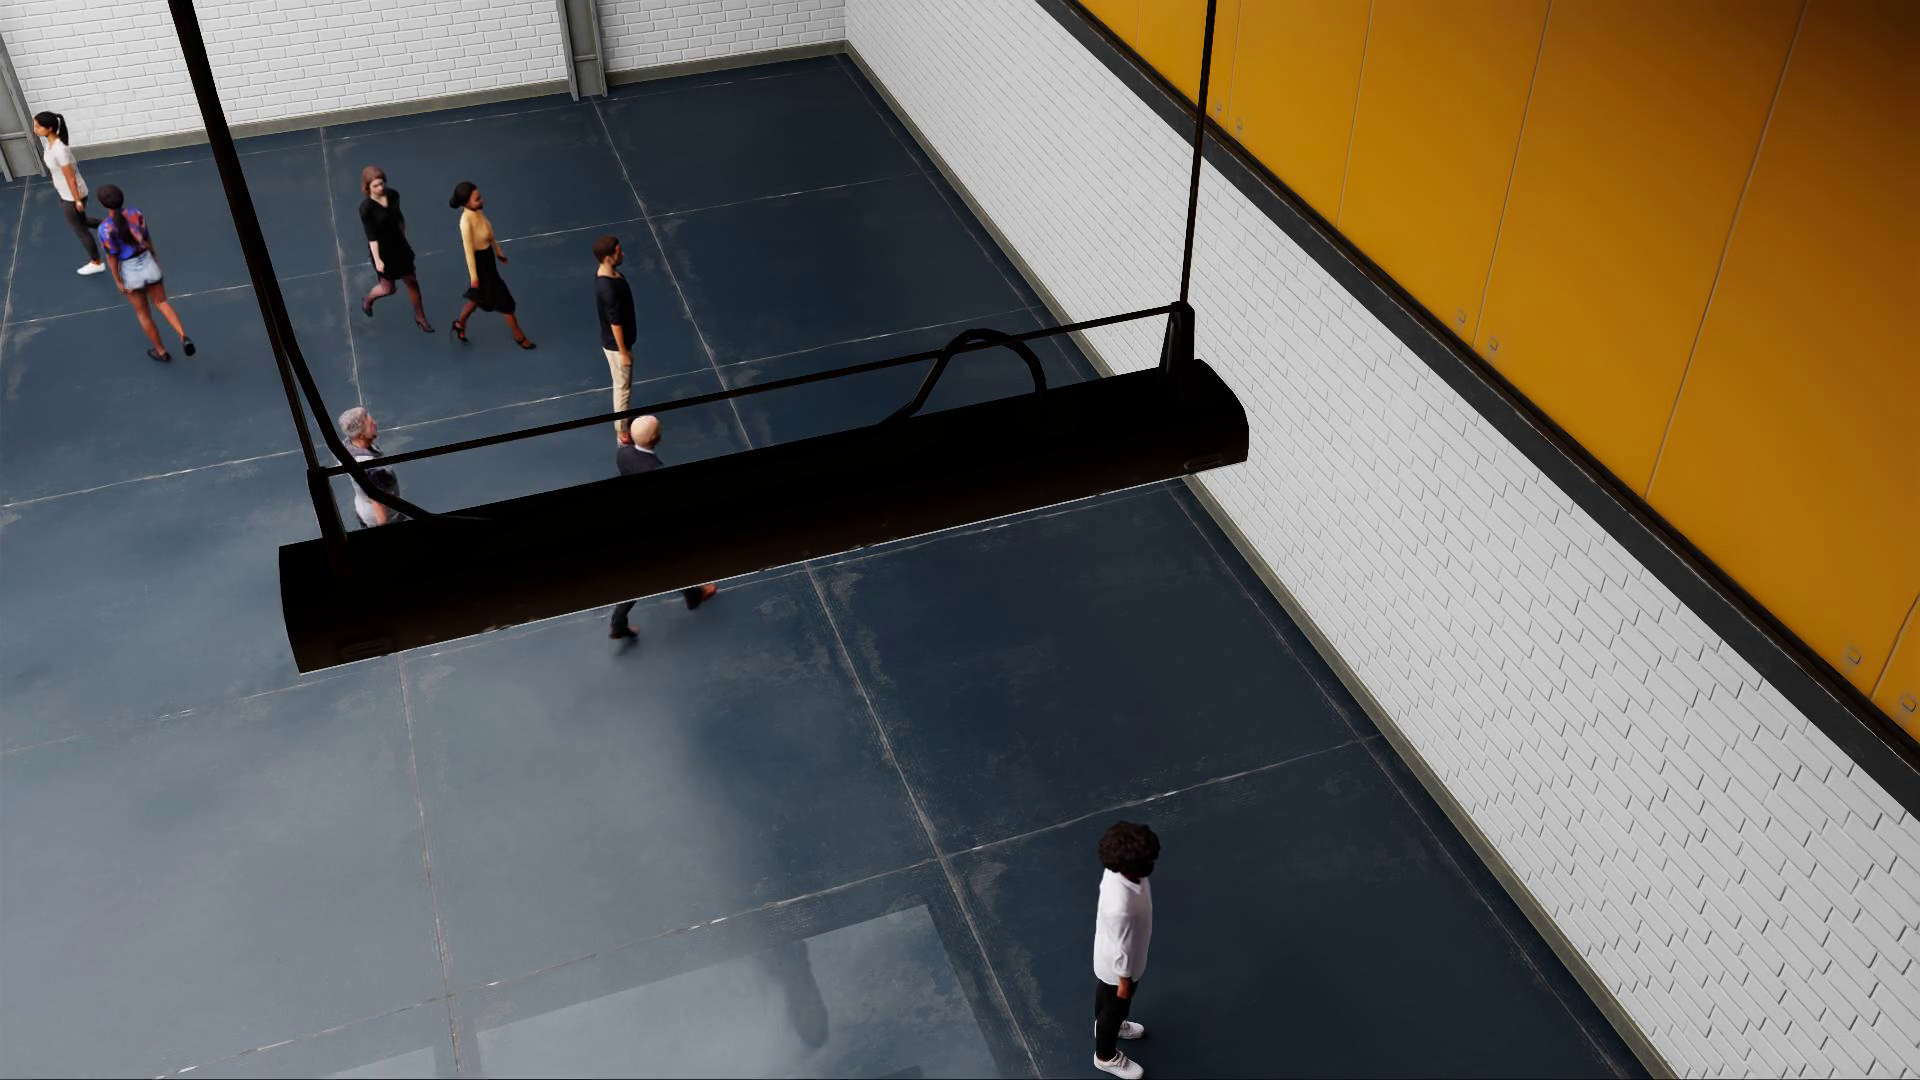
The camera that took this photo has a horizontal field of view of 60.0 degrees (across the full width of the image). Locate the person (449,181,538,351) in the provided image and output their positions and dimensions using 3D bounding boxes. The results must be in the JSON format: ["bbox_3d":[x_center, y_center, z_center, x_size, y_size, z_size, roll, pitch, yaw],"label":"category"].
[{"bbox_3d":[-4.231,-2.365,14.521,1.082,1.617,0.801,0,39,0],"label":"person"}]

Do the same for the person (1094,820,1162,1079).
[{"bbox_3d":[0.846,2.136,8.730,0.726,1.810,0.718,5,39,6],"label":"person"}]

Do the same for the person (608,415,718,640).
[{"bbox_3d":[-2.181,-0.049,11.496,1.124,1.774,1.298,24,44,27],"label":"person"}]

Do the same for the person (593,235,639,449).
[{"bbox_3d":[-2.764,-1.599,13.373,0.548,1.853,0.652,-9,39,-11],"label":"person"}]

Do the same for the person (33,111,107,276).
[{"bbox_3d":[-8.267,-3.294,15.674,0.833,1.629,0.664,-20,43,-23],"label":"person"}]

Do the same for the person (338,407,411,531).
[{"bbox_3d":[-4.119,-0.118,11.568,1.250,1.791,0.897,-23,44,-26],"label":"person"}]

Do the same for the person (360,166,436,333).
[{"bbox_3d":[-5.114,-2.543,14.694,0.965,1.679,0.931,16,41,19],"label":"person"}]

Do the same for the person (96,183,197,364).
[{"bbox_3d":[-6.990,-2.249,14.286,0.904,1.728,0.891,25,45,28],"label":"person"}]
